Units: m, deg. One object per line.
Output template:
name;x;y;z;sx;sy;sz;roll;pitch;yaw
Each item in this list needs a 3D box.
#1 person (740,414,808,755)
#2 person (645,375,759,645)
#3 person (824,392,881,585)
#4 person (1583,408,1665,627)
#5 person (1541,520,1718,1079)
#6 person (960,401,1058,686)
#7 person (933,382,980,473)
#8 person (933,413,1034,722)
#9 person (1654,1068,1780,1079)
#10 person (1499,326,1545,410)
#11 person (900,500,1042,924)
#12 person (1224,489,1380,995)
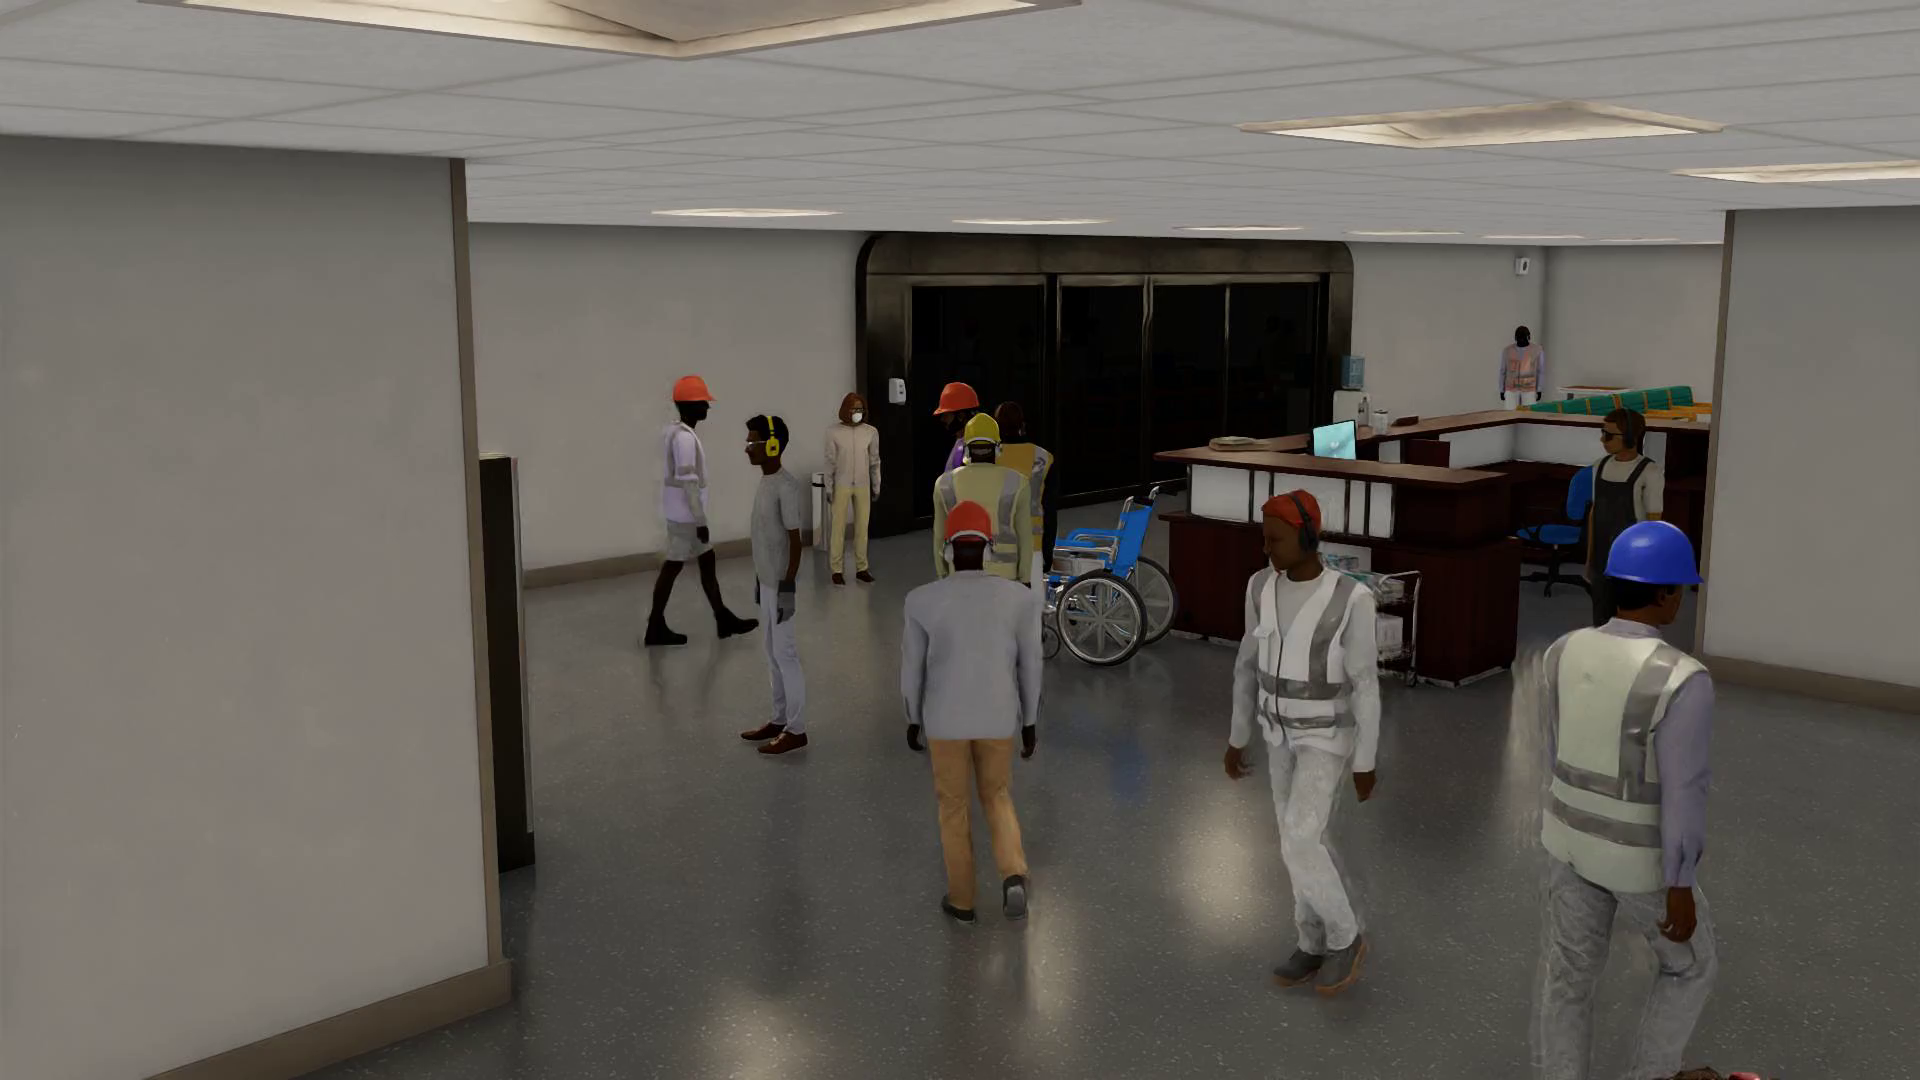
person;-1.027;0.242;9.147;0.311;1.869;0.534;-4;10;-22
person;-1.835;-0.202;11.738;0.912;1.902;0.565;-2;9;-10
person;-0.907;-0.432;14.044;0.504;1.627;0.285;-4;10;-24
person;3.927;0.132;9.903;0.346;1.842;0.505;-4;10;-25
person;2.024;0.897;4.936;0.612;1.926;0.645;-4;10;-23
person;0.301;0.048;10.479;0.623;1.835;0.431;0;9;1
person;0.012;-0.051;10.746;0.366;1.935;0.543;1;9;6
person;0.139;0.176;9.703;0.592;1.826;0.404;2;10;13
person;0.862;1.455;1.818;0.376;1.836;0.566;2;9;11
person;8.159;-2.191;24.198;0.629;1.837;0.429;5;11;30
person;0.048;0.708;6.718;0.559;1.732;0.457;-3;10;-15
person;1.259;0.743;6.101;0.458;1.866;0.587;-6;11;-34
